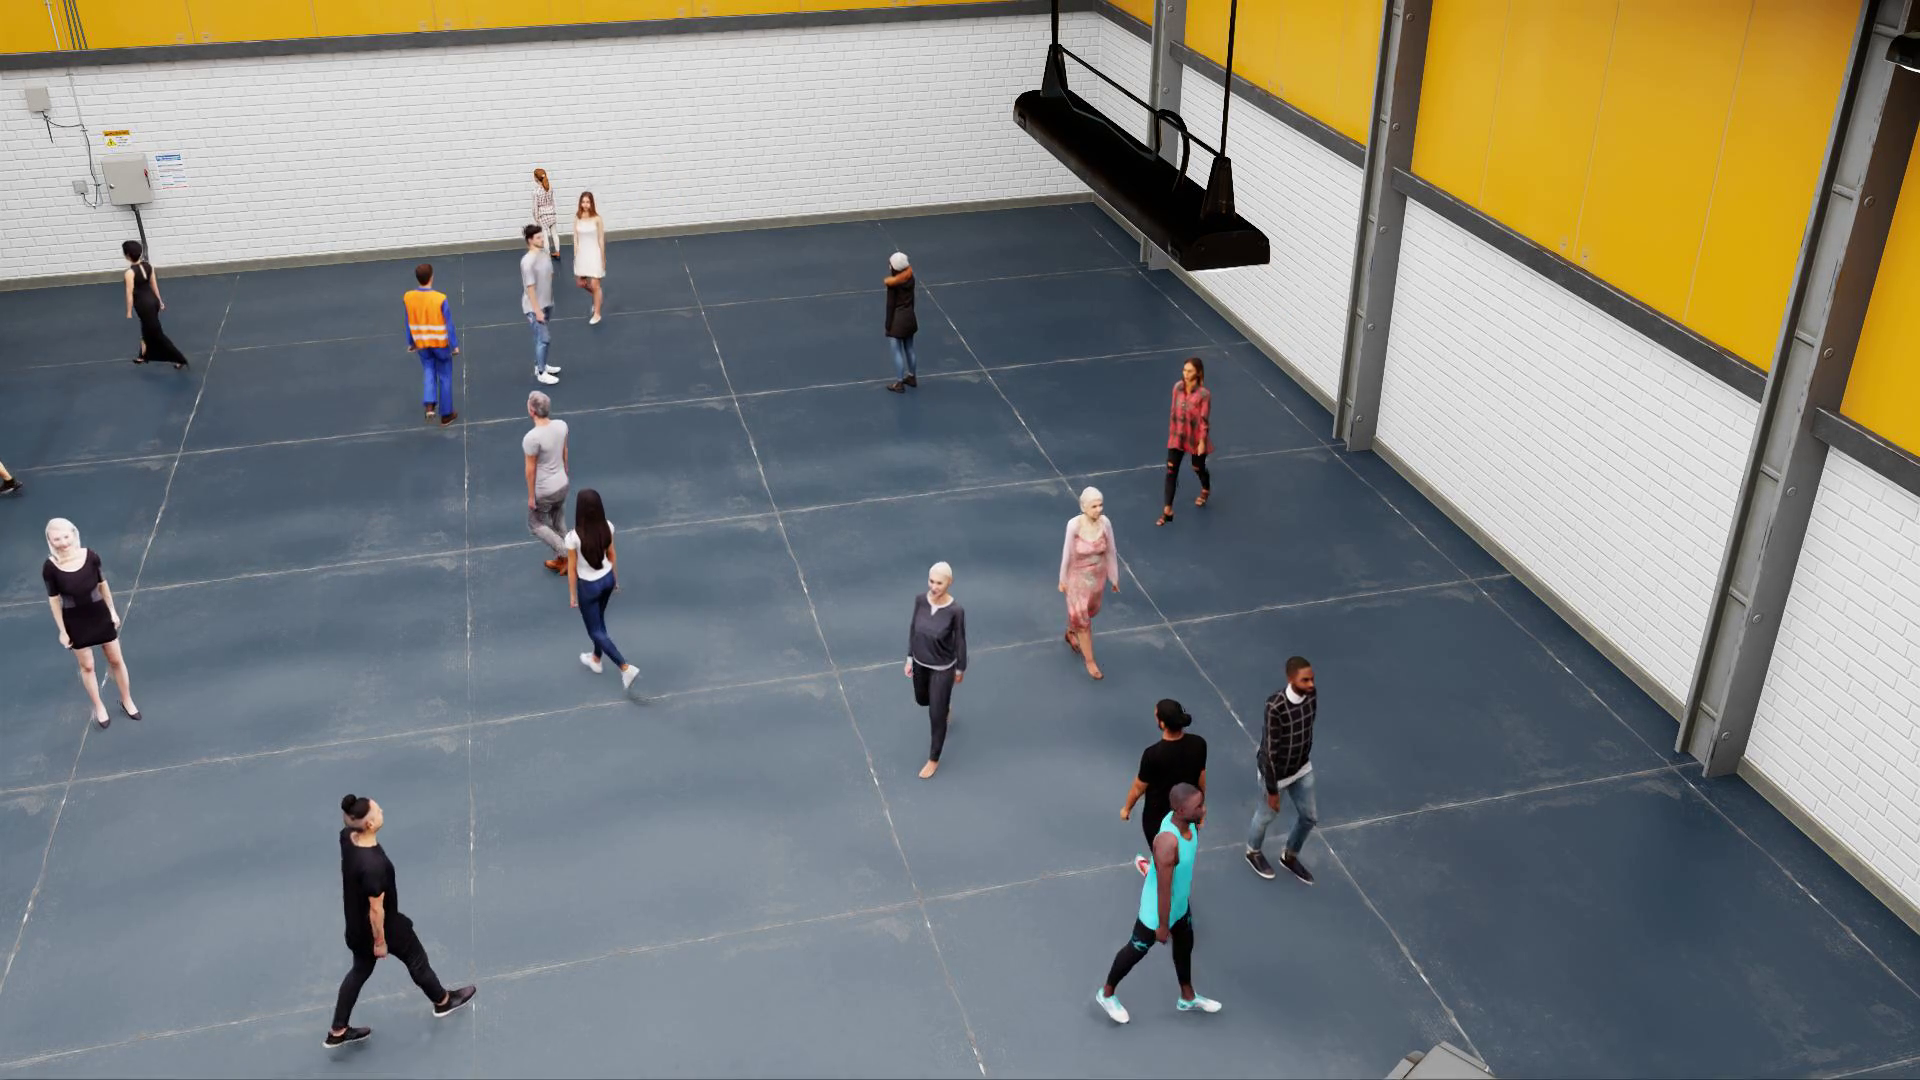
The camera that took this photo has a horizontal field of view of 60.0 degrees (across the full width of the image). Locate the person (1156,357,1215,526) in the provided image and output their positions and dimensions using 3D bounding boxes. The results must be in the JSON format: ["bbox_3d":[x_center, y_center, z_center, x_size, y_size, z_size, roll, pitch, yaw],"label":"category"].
[{"bbox_3d":[2.279,-0.987,16.172,1.094,1.666,1.062,22,36,35],"label":"person"}]

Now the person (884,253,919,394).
[{"bbox_3d":[-0.666,-2.490,18.963,0.774,1.632,0.735,21,35,33],"label":"person"}]

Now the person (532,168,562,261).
[{"bbox_3d":[-5.714,-4.497,22.979,0.640,1.310,0.606,25,37,38],"label":"person"}]

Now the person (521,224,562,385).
[{"bbox_3d":[-4.877,-2.738,19.166,0.858,1.873,0.764,3,29,6],"label":"person"}]

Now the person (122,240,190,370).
[{"bbox_3d":[-9.415,-2.692,19.406,0.938,1.562,1.047,6,29,10],"label":"person"}]

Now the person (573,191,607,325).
[{"bbox_3d":[-4.606,-3.575,20.887,0.744,1.694,0.840,6,29,11],"label":"person"}]

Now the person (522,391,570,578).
[{"bbox_3d":[-3.656,-0.458,15.048,0.965,1.814,0.905,14,32,25],"label":"person"}]

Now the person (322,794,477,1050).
[{"bbox_3d":[-3.594,2.302,9.981,1.079,1.821,1.224,-21,35,-34],"label":"person"}]

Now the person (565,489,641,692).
[{"bbox_3d":[-2.910,0.428,13.487,1.139,1.753,0.973,24,36,36],"label":"person"}]

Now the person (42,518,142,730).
[{"bbox_3d":[-6.854,0.627,13.044,0.689,1.829,0.685,-23,36,-36],"label":"person"}]

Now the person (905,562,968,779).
[{"bbox_3d":[-0.174,0.895,12.682,1.014,1.705,1.052,16,33,27],"label":"person"}]

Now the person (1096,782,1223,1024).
[{"bbox_3d":[1.176,2.218,10.174,1.059,1.785,1.045,14,32,24],"label":"person"}]

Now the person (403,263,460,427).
[{"bbox_3d":[-5.721,-2.065,17.954,0.850,1.852,0.914,3,29,5],"label":"person"}]

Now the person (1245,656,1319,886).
[{"bbox_3d":[2.150,1.529,11.420,0.777,1.800,0.833,-16,32,-26],"label":"person"}]

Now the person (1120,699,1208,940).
[{"bbox_3d":[1.417,1.866,10.881,0.809,1.724,1.051,-17,33,-28],"label":"person"}]

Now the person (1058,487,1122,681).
[{"bbox_3d":[1.005,0.287,13.857,0.738,1.648,1.092,-13,31,-22],"label":"person"}]
